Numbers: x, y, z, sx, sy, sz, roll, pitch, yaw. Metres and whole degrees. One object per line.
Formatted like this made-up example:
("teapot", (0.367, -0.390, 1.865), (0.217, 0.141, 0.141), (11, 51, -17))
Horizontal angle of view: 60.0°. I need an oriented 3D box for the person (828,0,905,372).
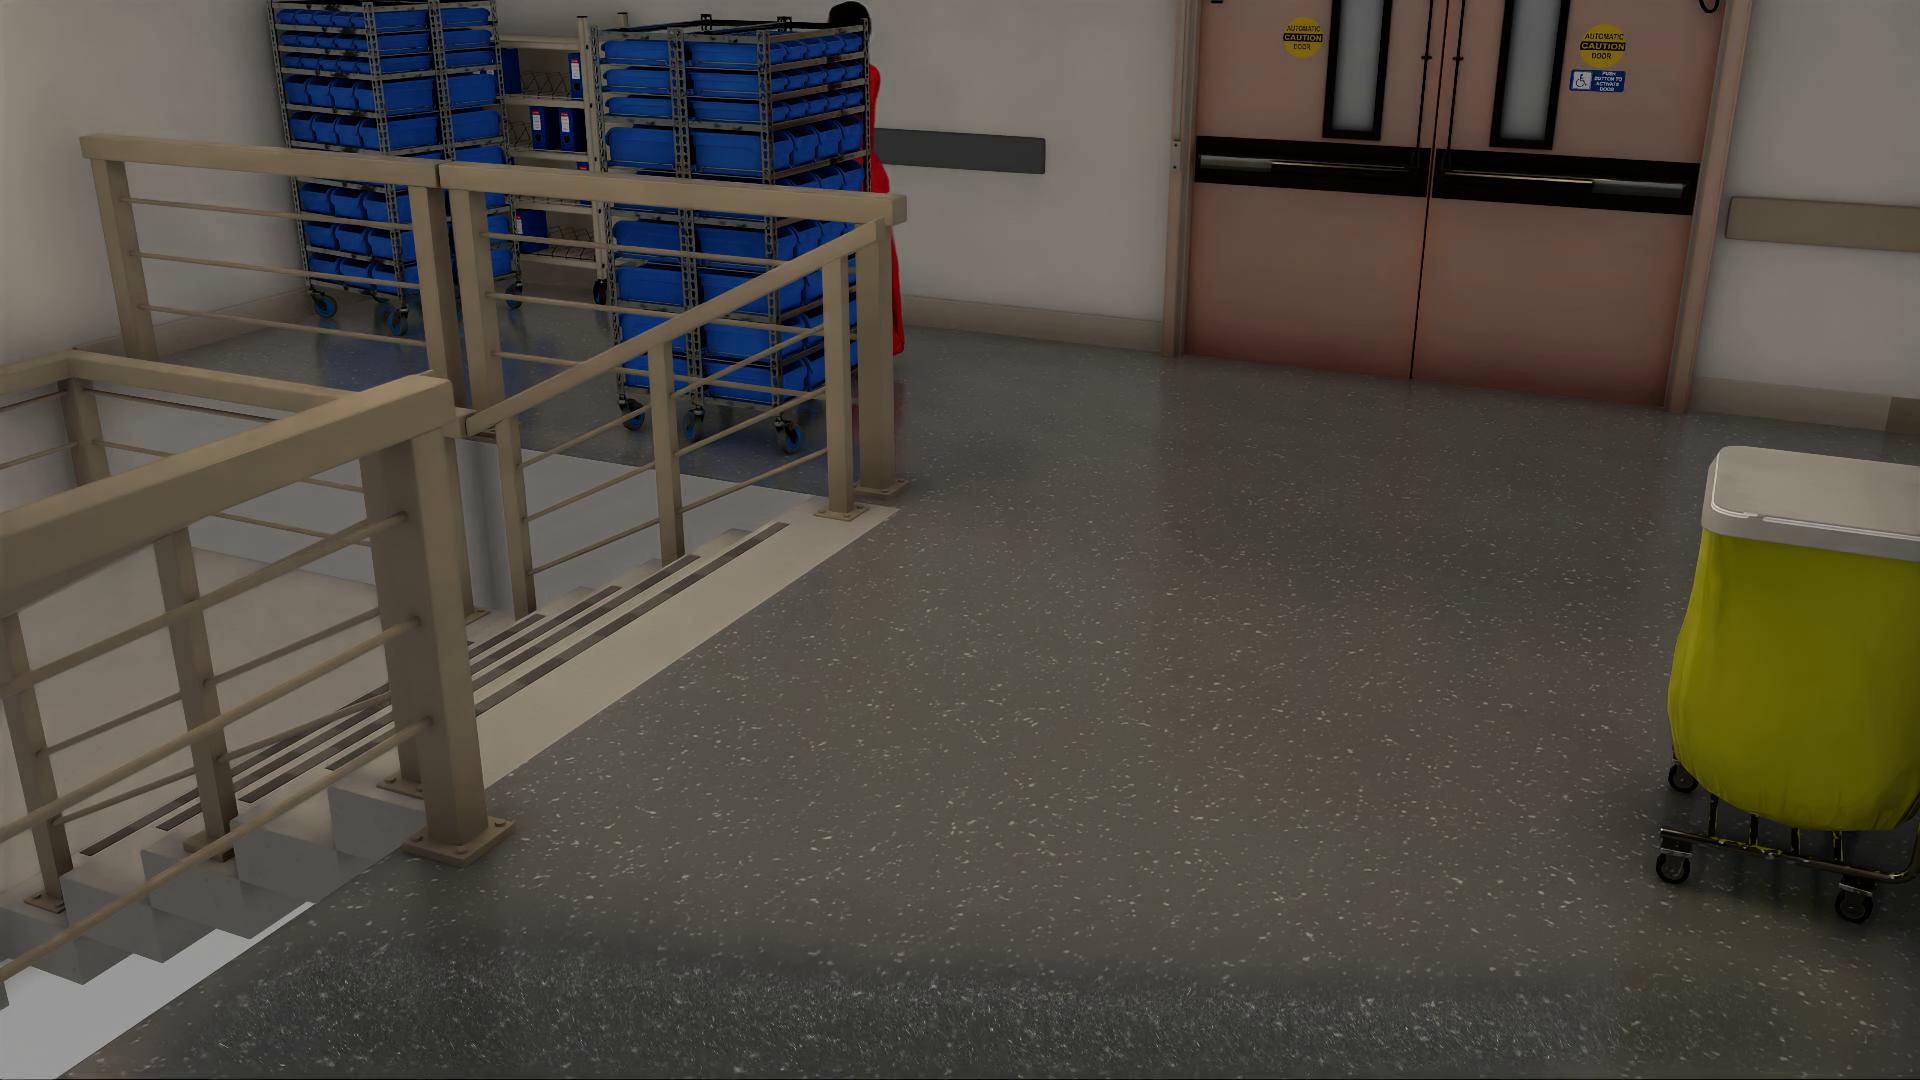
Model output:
("person", (-0.509, -1.691, 8.104), (0.596, 1.783, 0.632), (11, 23, 26))
